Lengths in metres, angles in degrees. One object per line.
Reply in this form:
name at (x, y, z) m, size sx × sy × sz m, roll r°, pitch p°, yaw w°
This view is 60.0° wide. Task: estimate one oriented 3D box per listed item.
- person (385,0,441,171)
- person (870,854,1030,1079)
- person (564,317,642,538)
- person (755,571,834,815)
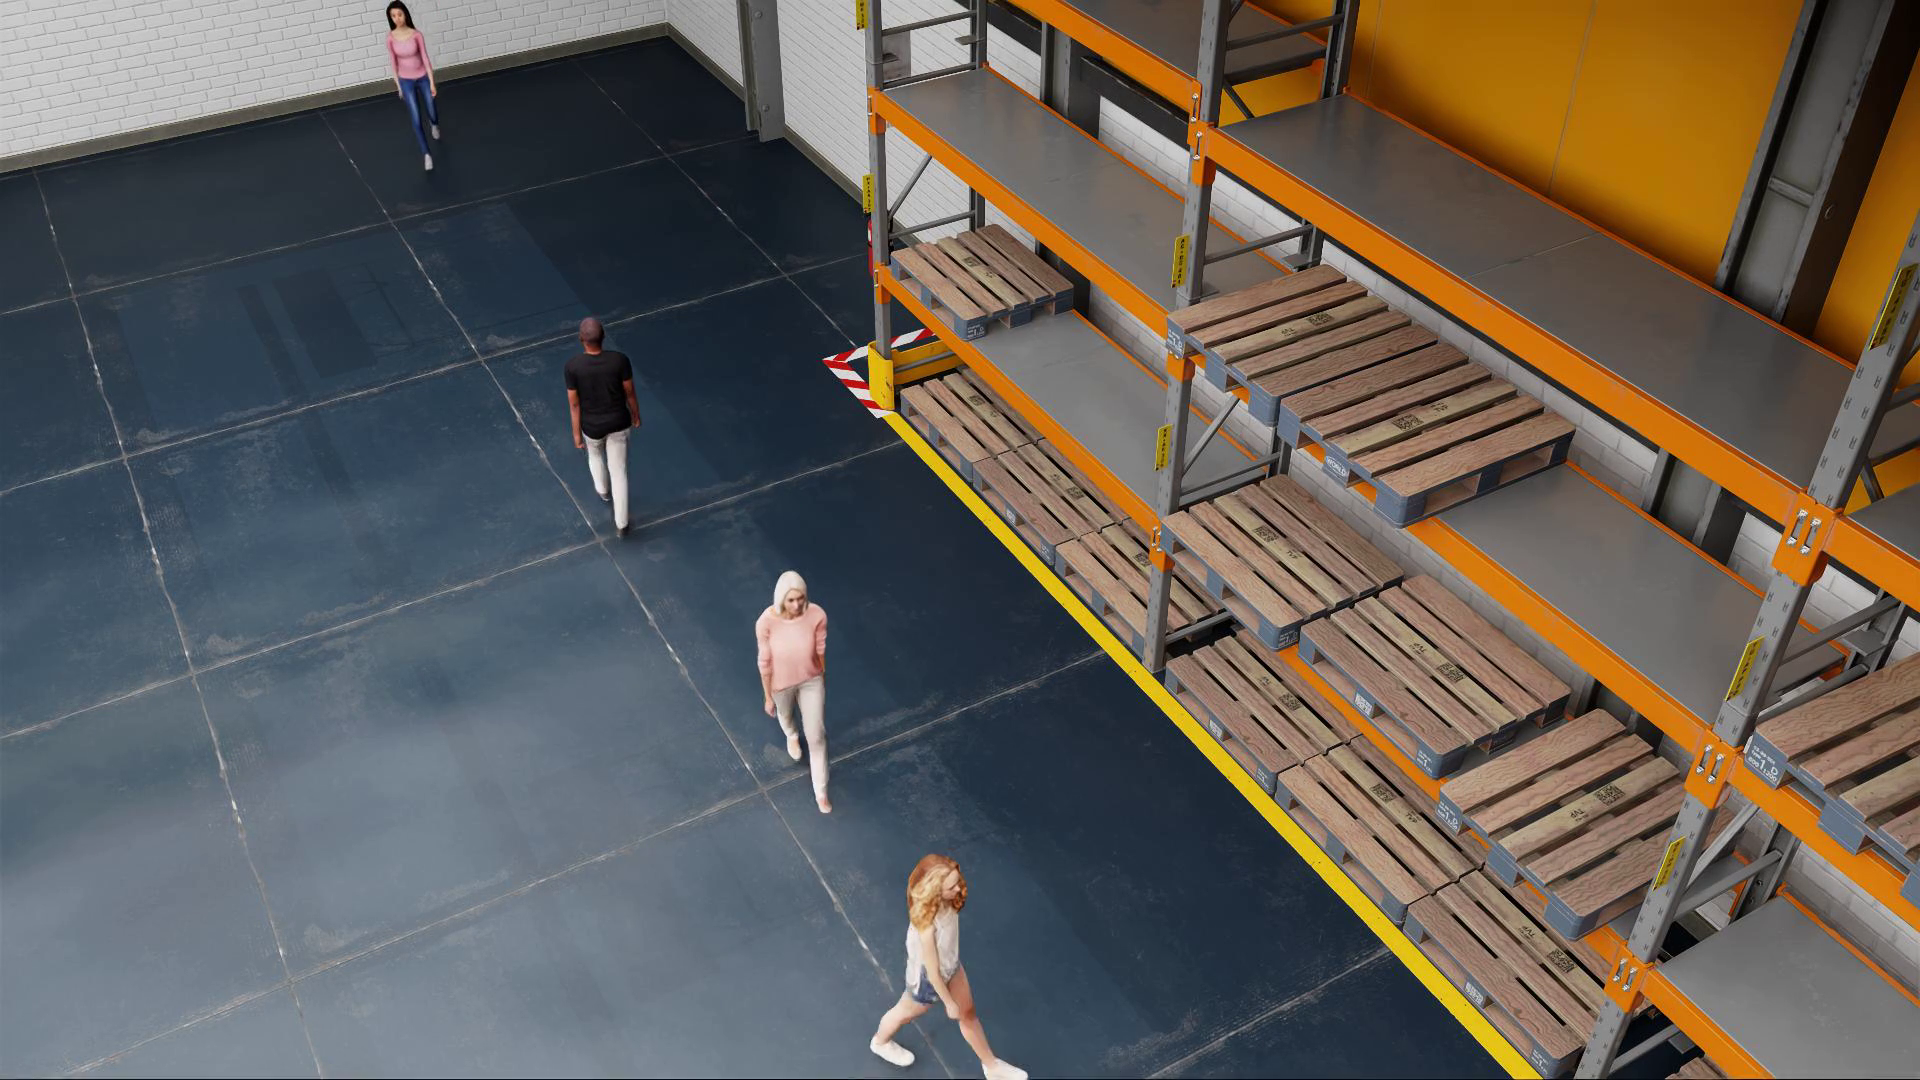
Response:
person at (-5.712, -4.834, 17.497) m, size 0.769 × 1.729 × 1.022 m, roll -7°, pitch 39°, yaw -8°
person at (-0.242, 2.243, 8.644) m, size 1.165 × 1.718 × 1.035 m, roll 14°, pitch 41°, yaw 17°
person at (-2.630, -0.787, 12.396) m, size 0.847 × 1.771 × 1.109 m, roll -9°, pitch 40°, yaw -11°
person at (-1.061, 0.828, 10.450) m, size 0.847 × 1.676 × 1.180 m, roll -7°, pitch 39°, yaw -9°
